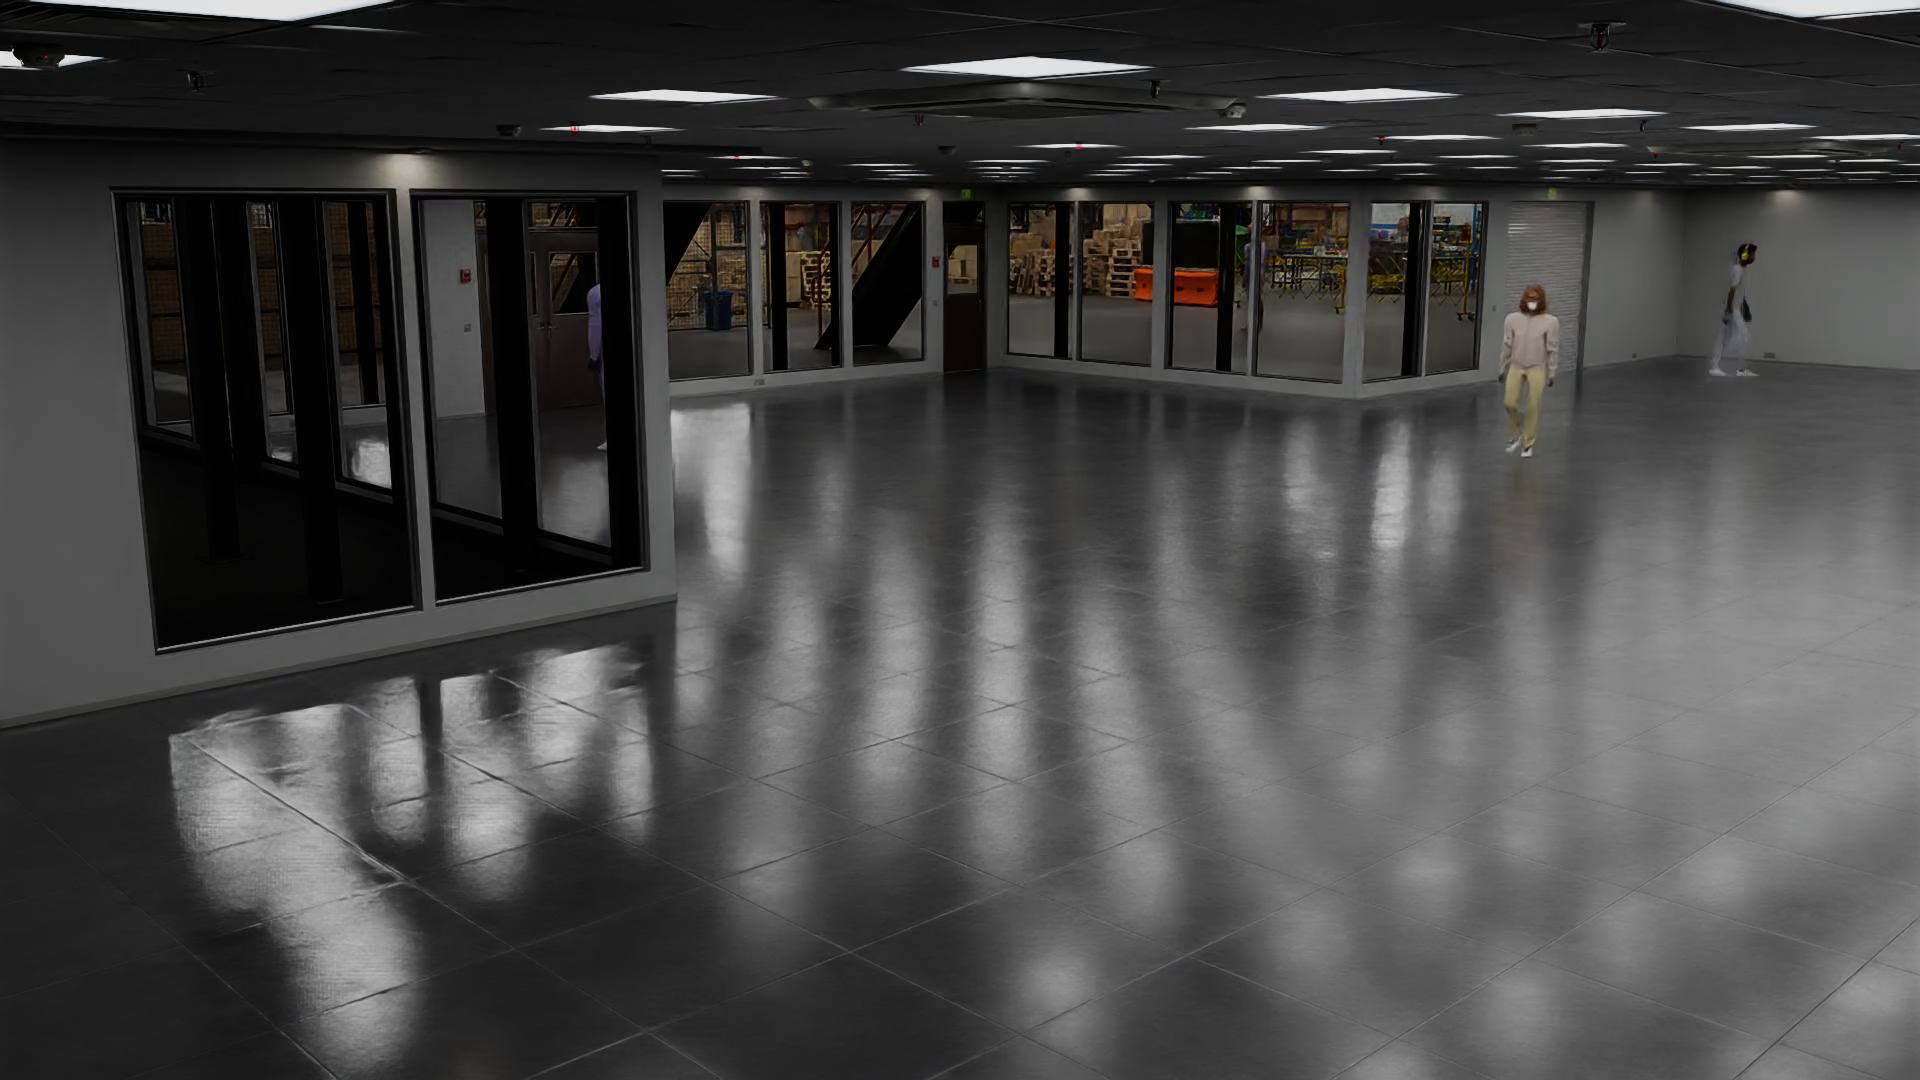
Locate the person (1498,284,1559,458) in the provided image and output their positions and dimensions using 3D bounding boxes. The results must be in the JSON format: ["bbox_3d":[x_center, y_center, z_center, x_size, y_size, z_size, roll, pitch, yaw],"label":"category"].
[{"bbox_3d":[5.293,-1.569,15.528,0.534,1.616,0.405,6,13,29],"label":"person"}]

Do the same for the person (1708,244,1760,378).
[{"bbox_3d":[10.764,-3.145,22.901,0.785,1.835,0.530,5,12,22],"label":"person"}]
